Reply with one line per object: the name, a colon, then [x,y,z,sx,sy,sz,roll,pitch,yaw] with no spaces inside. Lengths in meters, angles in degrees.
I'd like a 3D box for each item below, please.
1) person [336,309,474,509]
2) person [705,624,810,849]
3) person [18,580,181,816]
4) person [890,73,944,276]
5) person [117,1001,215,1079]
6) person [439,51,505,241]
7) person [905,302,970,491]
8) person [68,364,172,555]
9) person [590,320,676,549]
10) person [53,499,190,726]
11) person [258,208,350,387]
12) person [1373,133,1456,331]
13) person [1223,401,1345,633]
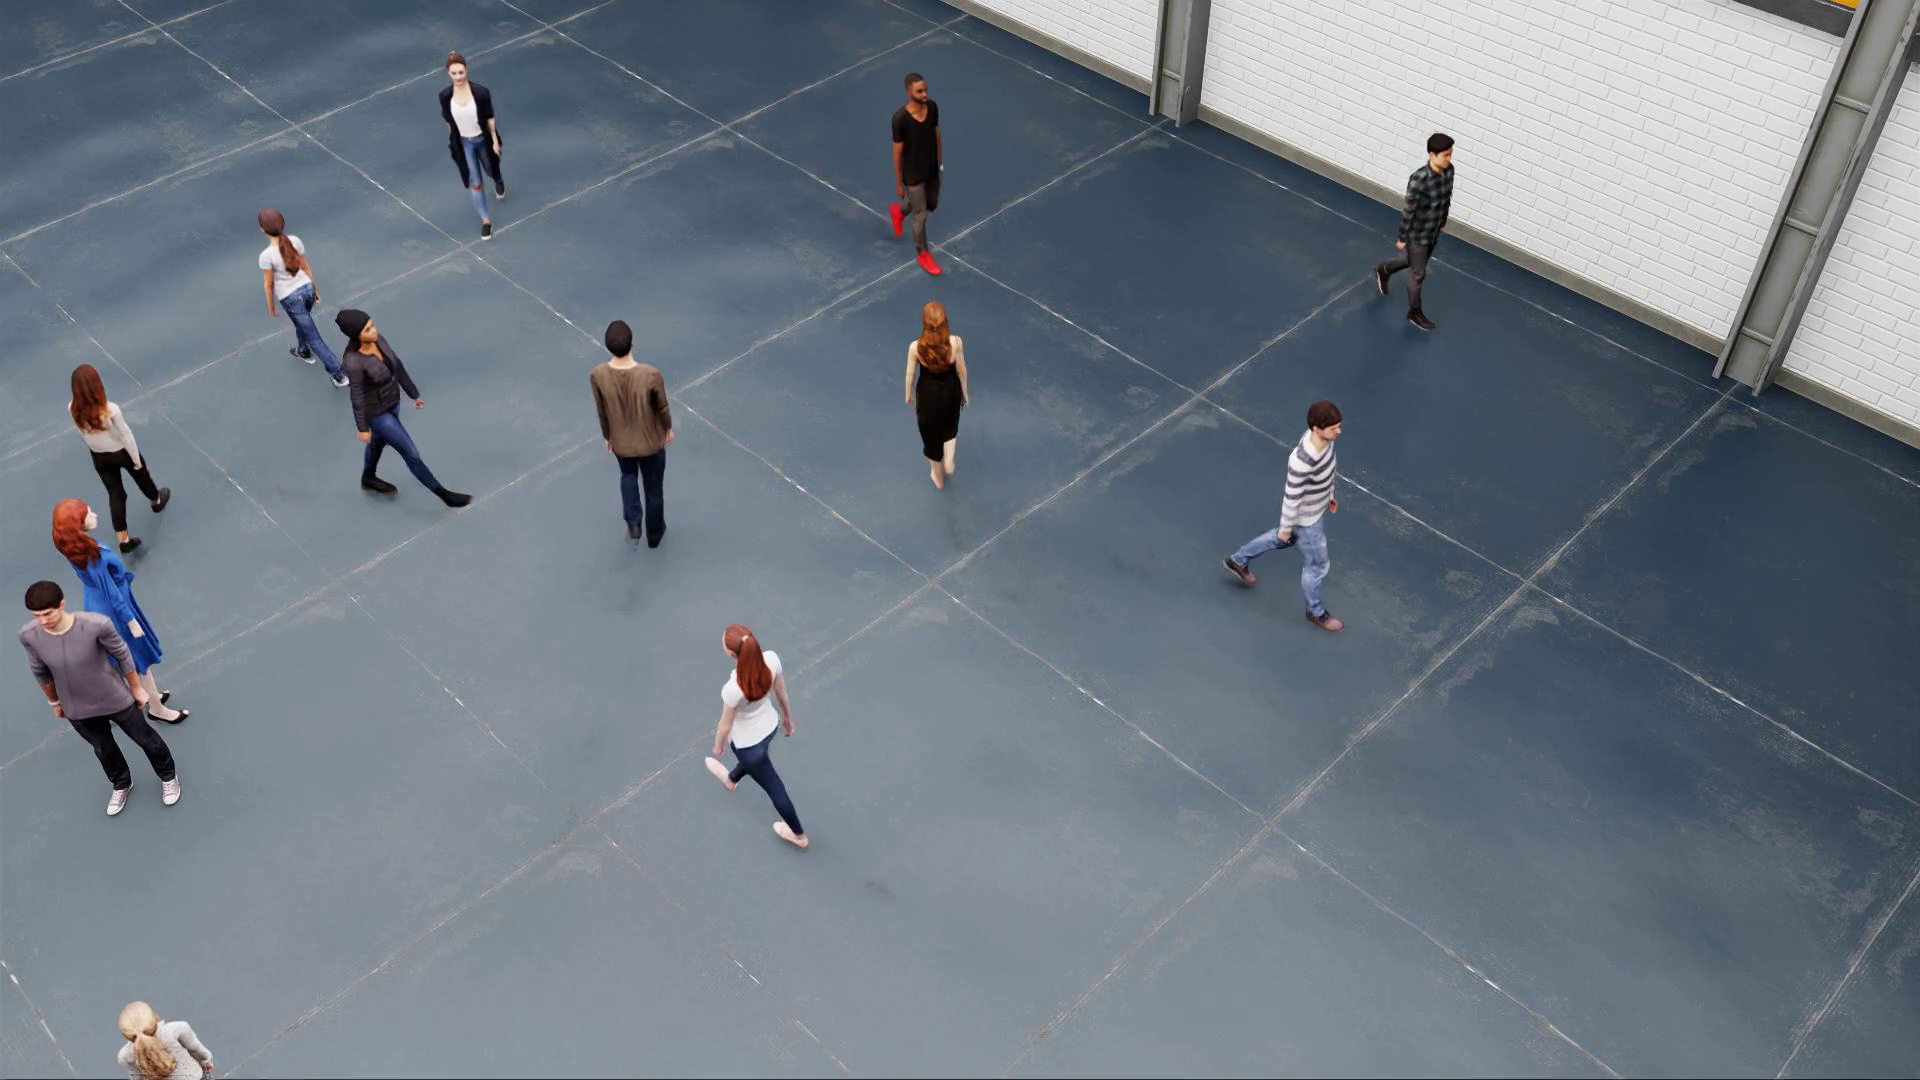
person: [-4.204,-0.918,11.882,1.261,1.694,1.064,8,44,9]
person: [-1.111,1.194,9.665,1.132,1.693,0.712,27,50,25]
person: [-5.104,0.914,9.845,0.751,1.851,0.744,-8,44,-9]
person: [-0.404,-3.171,14.179,0.695,1.787,1.018,-30,51,-28]
person: [-3.926,2.739,8.359,0.642,1.257,0.900,-22,48,-22]
person: [-4.267,-3.549,14.669,1.024,1.659,1.143,-5,44,-5]
person: [-0.142,-0.979,12.003,0.732,1.615,0.776,-8,44,-8]
person: [-5.969,-0.551,11.668,0.946,1.456,1.029,-2,44,-2]
person: [-2.240,-0.654,11.472,0.748,1.877,0.821,3,44,3]
person: [-5.252,0.460,10.339,0.669,1.827,0.497,-34,53,-30]
person: [-5.144,-1.867,12.999,1.080,1.526,0.666,26,49,25]
person: [3.746,-2.588,13.614,0.755,1.690,1.034,-29,51,-27]
person: [2.204,-0.231,11.072,1.250,1.816,0.912,19,47,19]
